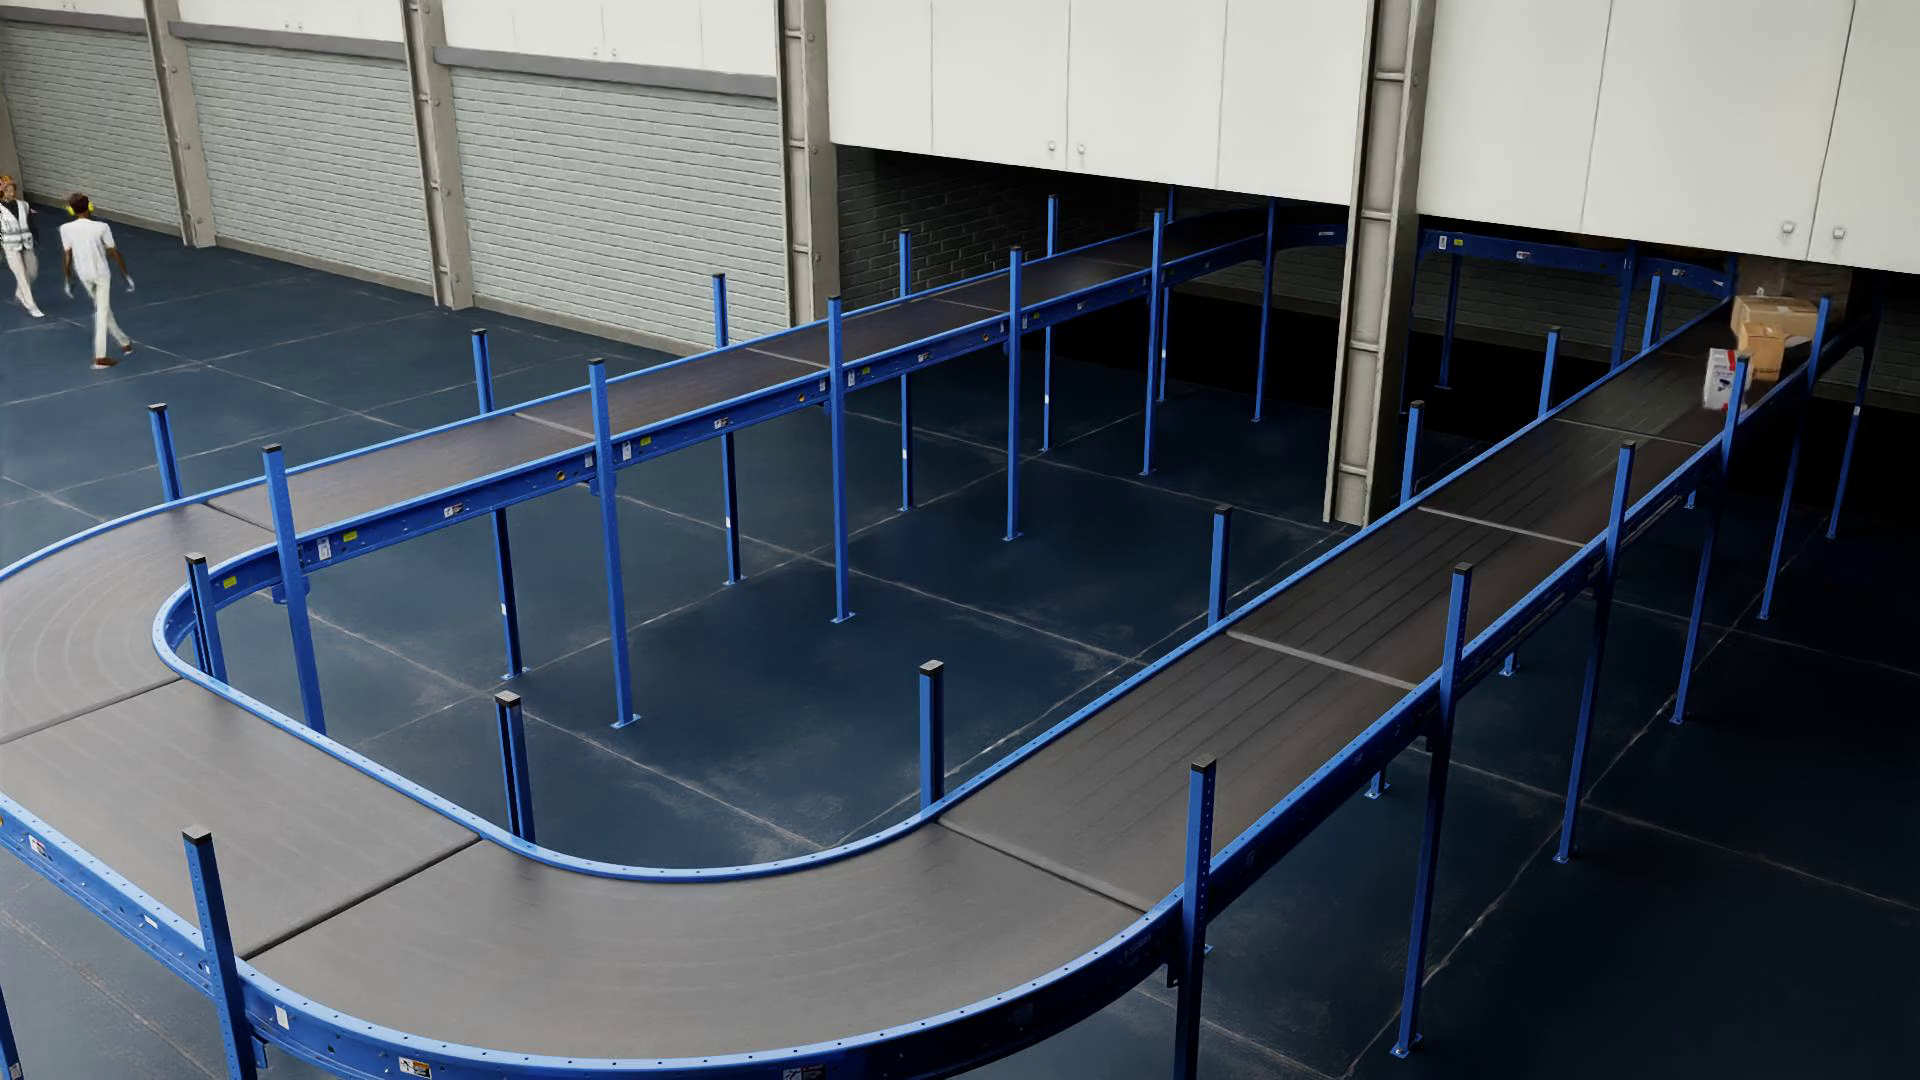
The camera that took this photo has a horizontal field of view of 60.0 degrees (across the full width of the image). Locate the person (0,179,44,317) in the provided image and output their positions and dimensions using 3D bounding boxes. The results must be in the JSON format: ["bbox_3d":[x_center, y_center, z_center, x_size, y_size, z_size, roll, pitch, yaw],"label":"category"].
[{"bbox_3d":[-11.266,-3.499,19.868,0.696,1.618,0.532,12,24,27],"label":"person"}]

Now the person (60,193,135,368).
[{"bbox_3d":[-9.228,-2.804,17.848,0.618,1.804,0.936,-1,22,-3],"label":"person"}]
